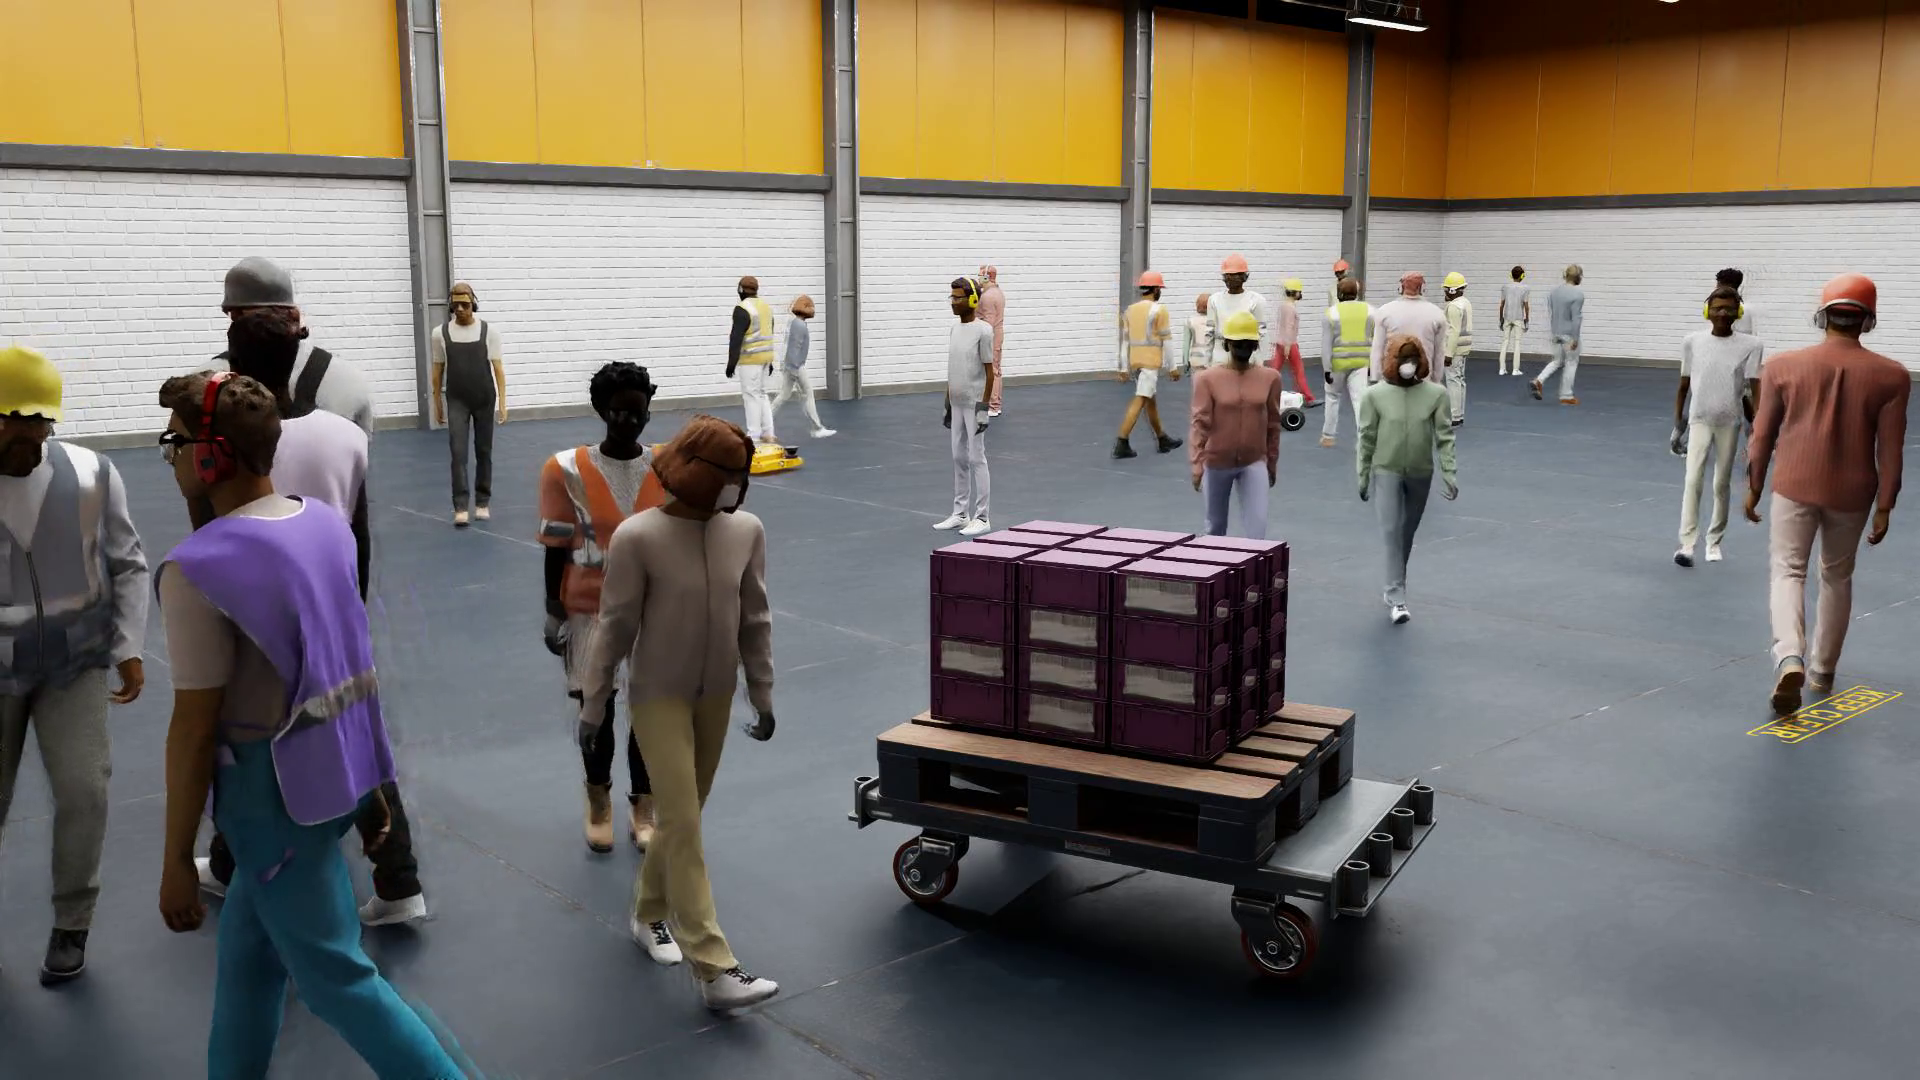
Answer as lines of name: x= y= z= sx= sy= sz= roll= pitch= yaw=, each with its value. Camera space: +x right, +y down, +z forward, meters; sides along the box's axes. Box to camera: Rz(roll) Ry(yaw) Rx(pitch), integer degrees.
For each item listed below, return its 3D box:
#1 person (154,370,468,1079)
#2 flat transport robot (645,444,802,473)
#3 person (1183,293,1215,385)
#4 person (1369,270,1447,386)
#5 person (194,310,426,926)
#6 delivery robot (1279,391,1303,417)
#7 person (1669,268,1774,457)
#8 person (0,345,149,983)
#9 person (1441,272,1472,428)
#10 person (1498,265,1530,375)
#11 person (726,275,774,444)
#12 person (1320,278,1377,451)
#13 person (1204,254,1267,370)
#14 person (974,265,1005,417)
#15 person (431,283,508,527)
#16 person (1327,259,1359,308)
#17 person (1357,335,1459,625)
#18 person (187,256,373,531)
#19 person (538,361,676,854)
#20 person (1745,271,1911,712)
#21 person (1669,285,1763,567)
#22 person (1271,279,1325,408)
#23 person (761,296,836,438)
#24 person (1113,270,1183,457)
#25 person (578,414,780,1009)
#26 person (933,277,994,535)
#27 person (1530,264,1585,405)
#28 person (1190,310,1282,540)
person: x=-1.363 y=0.543 z=3.469 sx=0.953 sy=1.803 sz=0.580 roll=1 pitch=10 yaw=6
flat transport robot: x=-2.279 y=-0.813 z=15.870 sx=1.431 sy=0.197 sz=0.652 roll=6 pitch=11 yaw=29
person: x=2.806 y=-2.024 z=19.065 sx=0.522 sy=1.605 sz=0.814 roll=3 pitch=10 yaw=19
person: x=4.016 y=-1.471 z=14.983 sx=0.681 sy=1.887 sz=0.513 roll=1 pitch=10 yaw=5
person: x=-2.015 y=0.244 z=5.041 sx=1.016 sy=1.870 sz=0.617 roll=7 pitch=12 yaw=35
delivery robot: x=3.627 y=-1.608 z=19.425 sx=0.707 sy=0.478 sz=0.477 roll=0 pitch=10 yaw=2
person: x=7.740 y=-1.763 z=16.664 sx=1.015 sy=1.914 sz=0.617 roll=2 pitch=10 yaw=11
person: x=-2.596 y=0.353 z=4.637 sx=0.631 sy=1.783 sz=0.522 roll=-8 pitch=12 yaw=-38
person: x=5.812 y=-2.229 z=19.600 sx=0.403 sy=1.831 sz=0.597 roll=5 pitch=11 yaw=29
person: x=9.439 y=-3.733 z=28.335 sx=0.520 sy=1.866 sz=0.337 roll=7 pitch=12 yaw=36
person: x=-2.194 y=-1.853 z=17.449 sx=0.439 sy=1.829 sz=0.751 roll=4 pitch=10 yaw=20
person: x=4.076 y=-1.837 z=17.416 sx=0.621 sy=1.805 sz=0.938 roll=-1 pitch=10 yaw=-3
person: x=2.621 y=-1.717 z=15.985 sx=0.615 sy=2.042 sz=0.374 roll=6 pitch=11 yaw=30
person: x=0.350 y=-2.503 z=20.982 sx=0.403 sy=1.911 sz=0.637 roll=2 pitch=10 yaw=13
person: x=-3.665 y=-1.003 z=12.469 sx=0.533 sy=1.806 sz=0.868 roll=-3 pitch=10 yaw=-15
person: x=6.502 y=-3.757 z=28.147 sx=0.604 sy=1.972 sz=0.818 roll=7 pitch=12 yaw=36
person: x=2.477 y=-0.340 z=9.245 sx=0.514 sy=1.586 sz=0.852 roll=0 pitch=10 yaw=1
person: x=-2.502 y=-0.027 z=6.098 sx=0.687 sy=2.000 sz=0.538 roll=-9 pitch=13 yaw=-43
person: x=-1.115 y=0.241 z=5.560 sx=0.551 sy=1.680 sz=0.384 roll=-4 pitch=10 yaw=-22
person: x=3.874 y=-0.217 z=7.462 sx=0.615 sy=1.963 sz=0.922 roll=4 pitch=10 yaw=22
person: x=4.897 y=-0.720 z=10.793 sx=0.552 sy=1.827 sz=0.945 roll=5 pitch=11 yaw=26
person: x=4.405 y=-2.600 z=22.095 sx=0.904 sy=1.717 sz=0.535 roll=0 pitch=10 yaw=-3
person: x=-1.852 y=-1.913 z=18.469 sx=0.864 sy=1.586 sz=0.542 roll=-3 pitch=10 yaw=-16
person: x=1.908 y=-1.780 z=16.837 sx=1.013 sy=1.888 sz=0.546 roll=-7 pitch=12 yaw=-36
person: x=-0.719 y=0.458 z=4.557 sx=0.776 sy=1.589 sz=0.552 roll=9 pitch=14 yaw=44
person: x=0.042 y=-0.972 z=12.131 sx=0.328 sy=1.872 sz=0.514 roll=-7 pitch=12 yaw=-37
person: x=8.125 y=-2.764 z=22.472 sx=0.628 sy=1.920 sz=0.635 roll=-3 pitch=10 yaw=-19
person: x=1.549 y=-0.417 z=9.305 sx=0.546 sy=1.713 sz=0.908 roll=-1 pitch=10 yaw=-3
